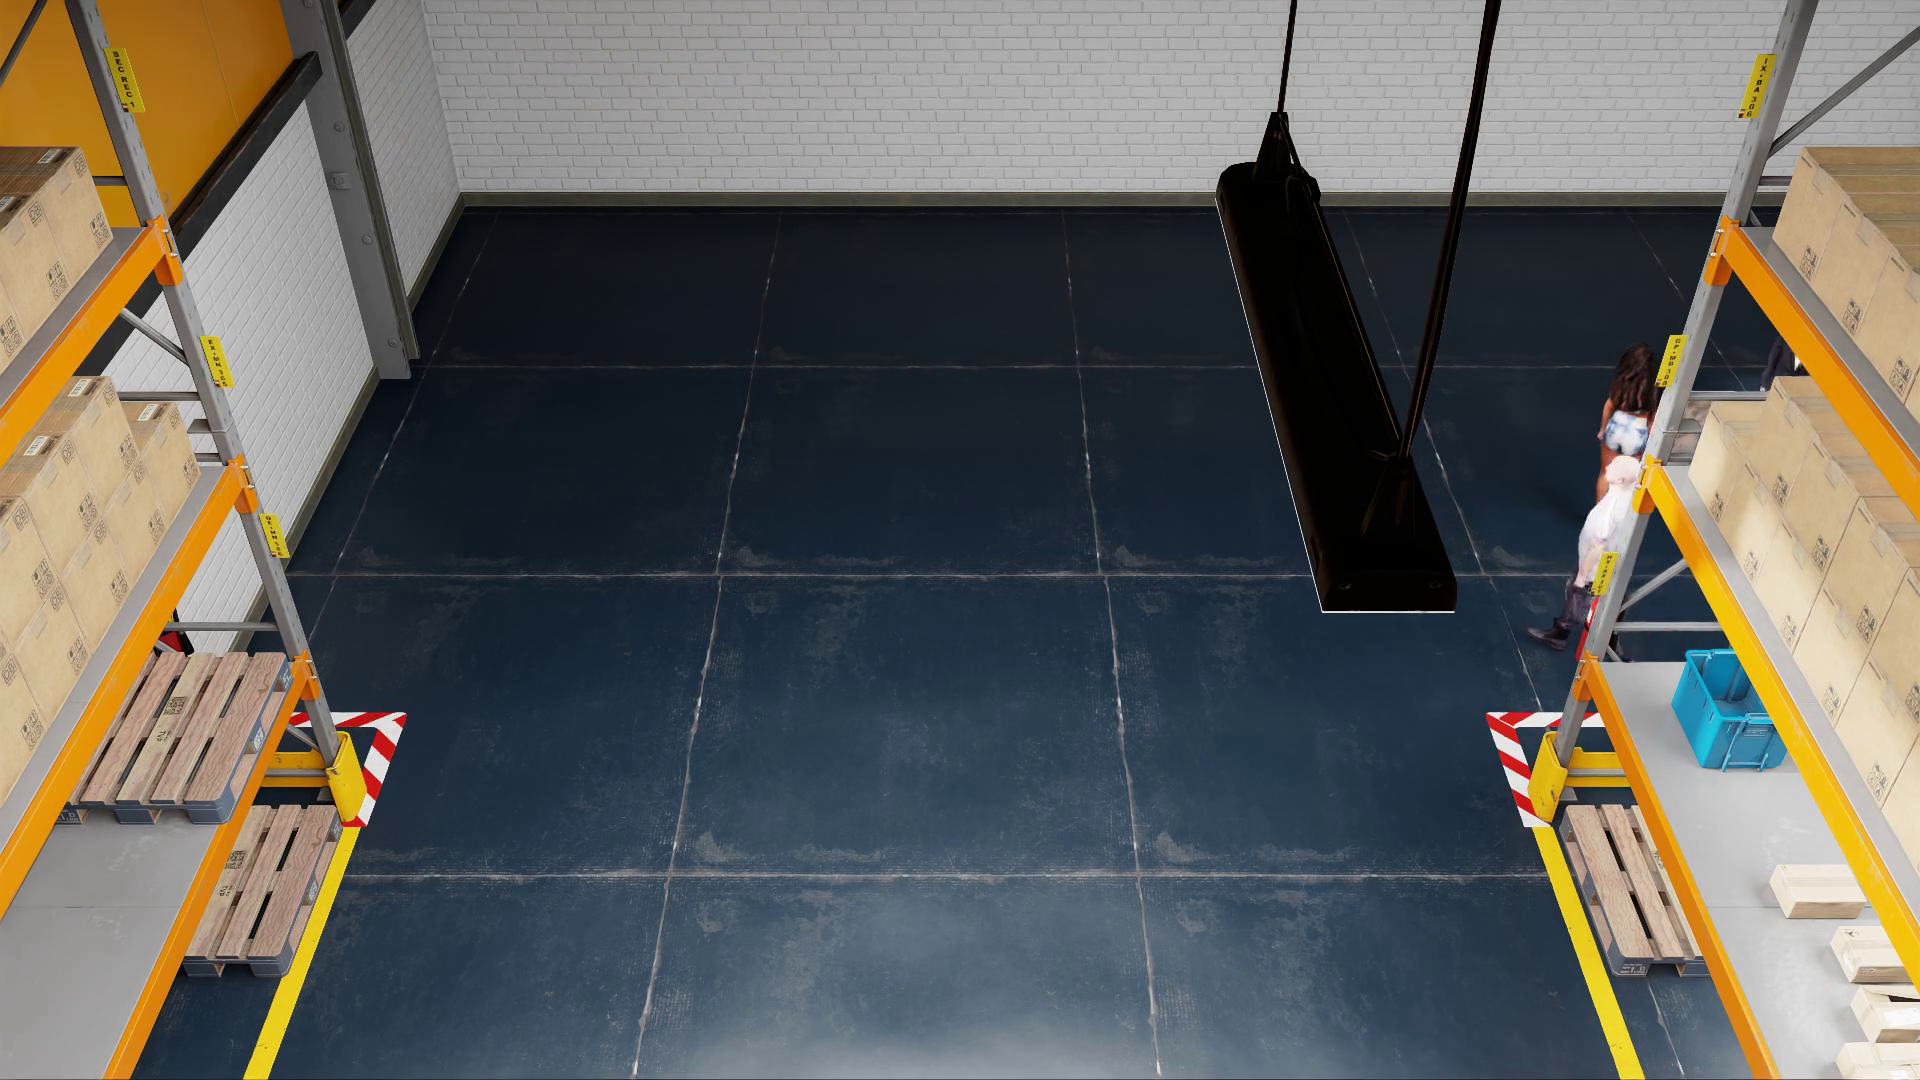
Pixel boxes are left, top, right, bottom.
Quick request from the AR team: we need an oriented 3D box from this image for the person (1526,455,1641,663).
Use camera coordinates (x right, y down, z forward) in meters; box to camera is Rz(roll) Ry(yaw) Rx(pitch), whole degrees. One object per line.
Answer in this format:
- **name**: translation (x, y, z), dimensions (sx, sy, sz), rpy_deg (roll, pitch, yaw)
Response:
- **person**: translation (4.543, 0.224, 11.598), dimensions (1.170, 1.805, 1.158), rpy_deg (28, 46, 30)

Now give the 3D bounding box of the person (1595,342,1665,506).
- **person**: translation (5.170, -0.738, 12.972), dimensions (0.692, 1.594, 0.728), rpy_deg (19, 42, 22)
